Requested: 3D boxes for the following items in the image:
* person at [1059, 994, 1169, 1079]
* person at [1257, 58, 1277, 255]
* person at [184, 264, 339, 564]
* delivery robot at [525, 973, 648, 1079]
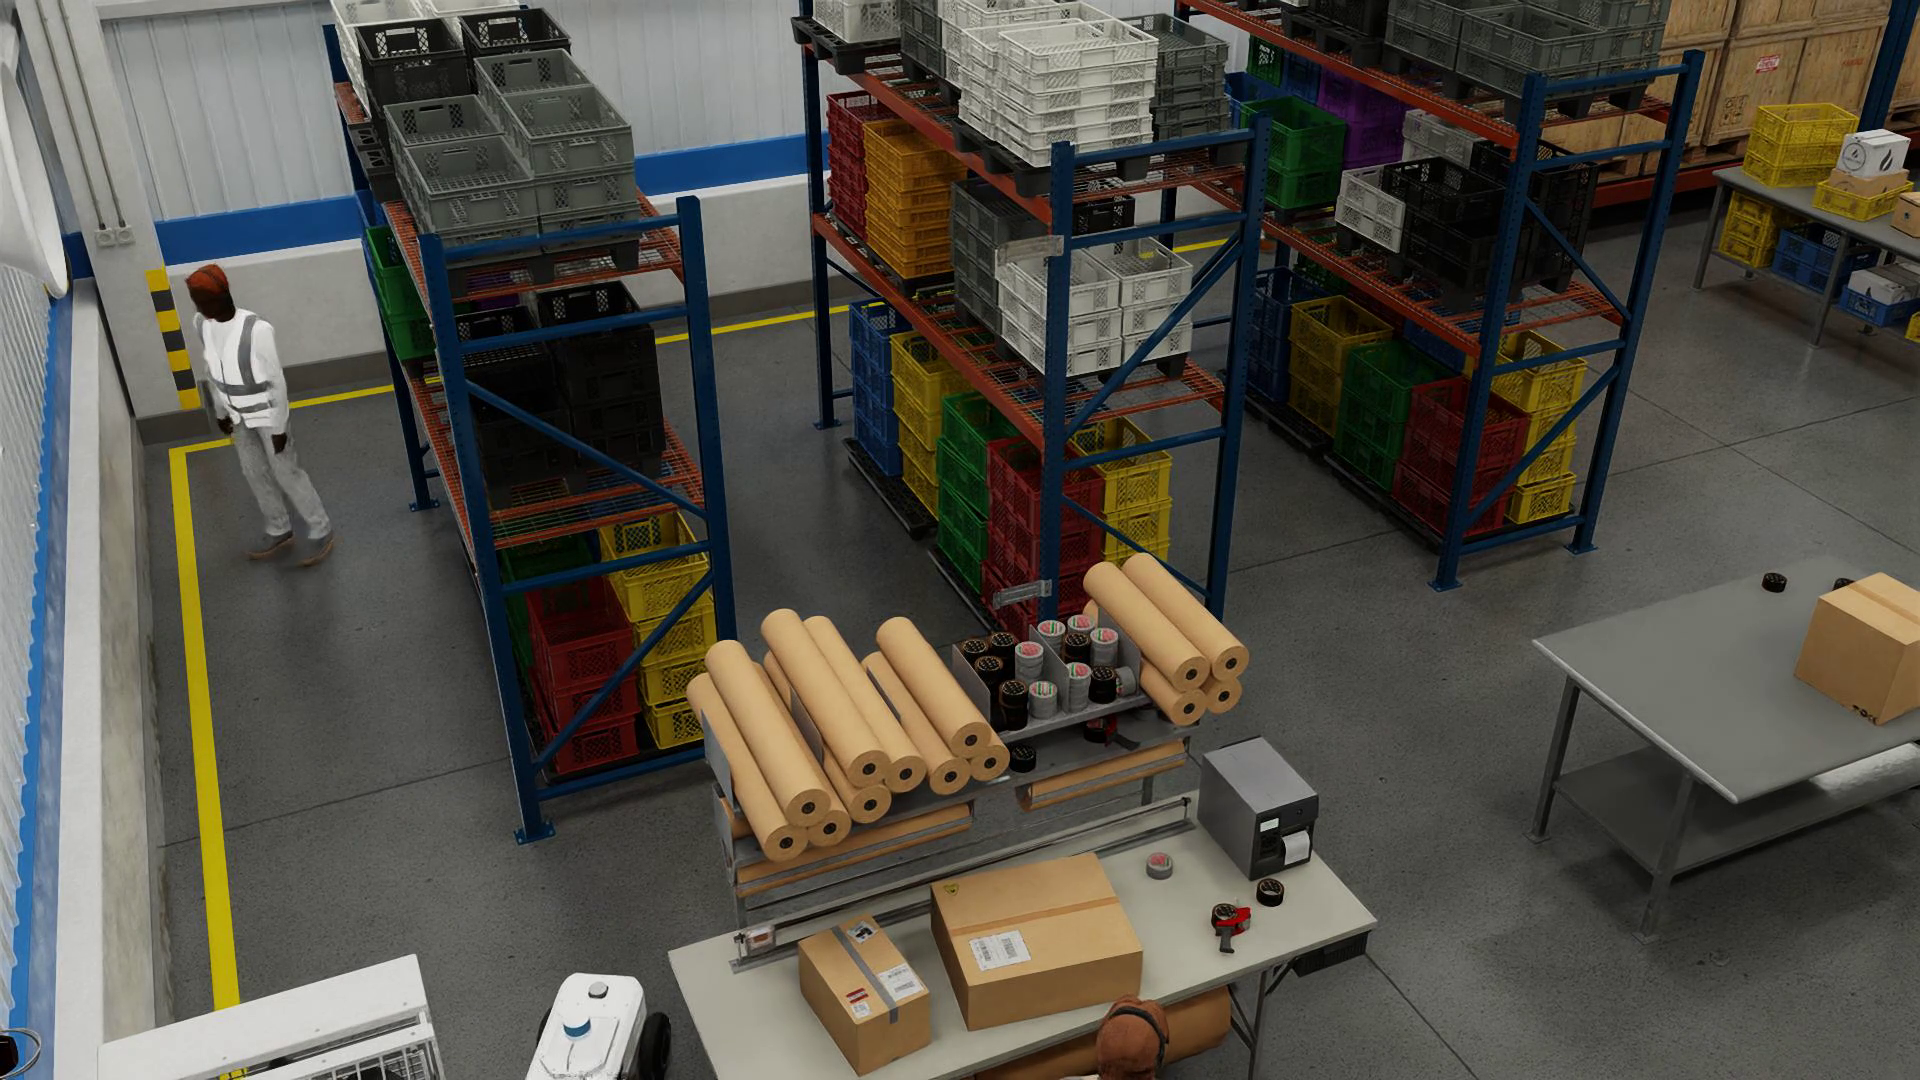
[{"bbox_3d":[0.515,2.091,5.254,0.514,1.637,0.310,3,32,5],"label":"person"},{"bbox_3d":[2.669,-3.353,13.813,0.636,1.937,0.354,-27,41,-36],"label":"person"},{"bbox_3d":[-4.066,-0.733,9.615,0.626,1.876,0.434,16,35,24],"label":"person"},{"bbox_3d":[-1.440,1.992,6.354,0.477,0.478,0.707,2,32,4],"label":"delivery robot"}]
